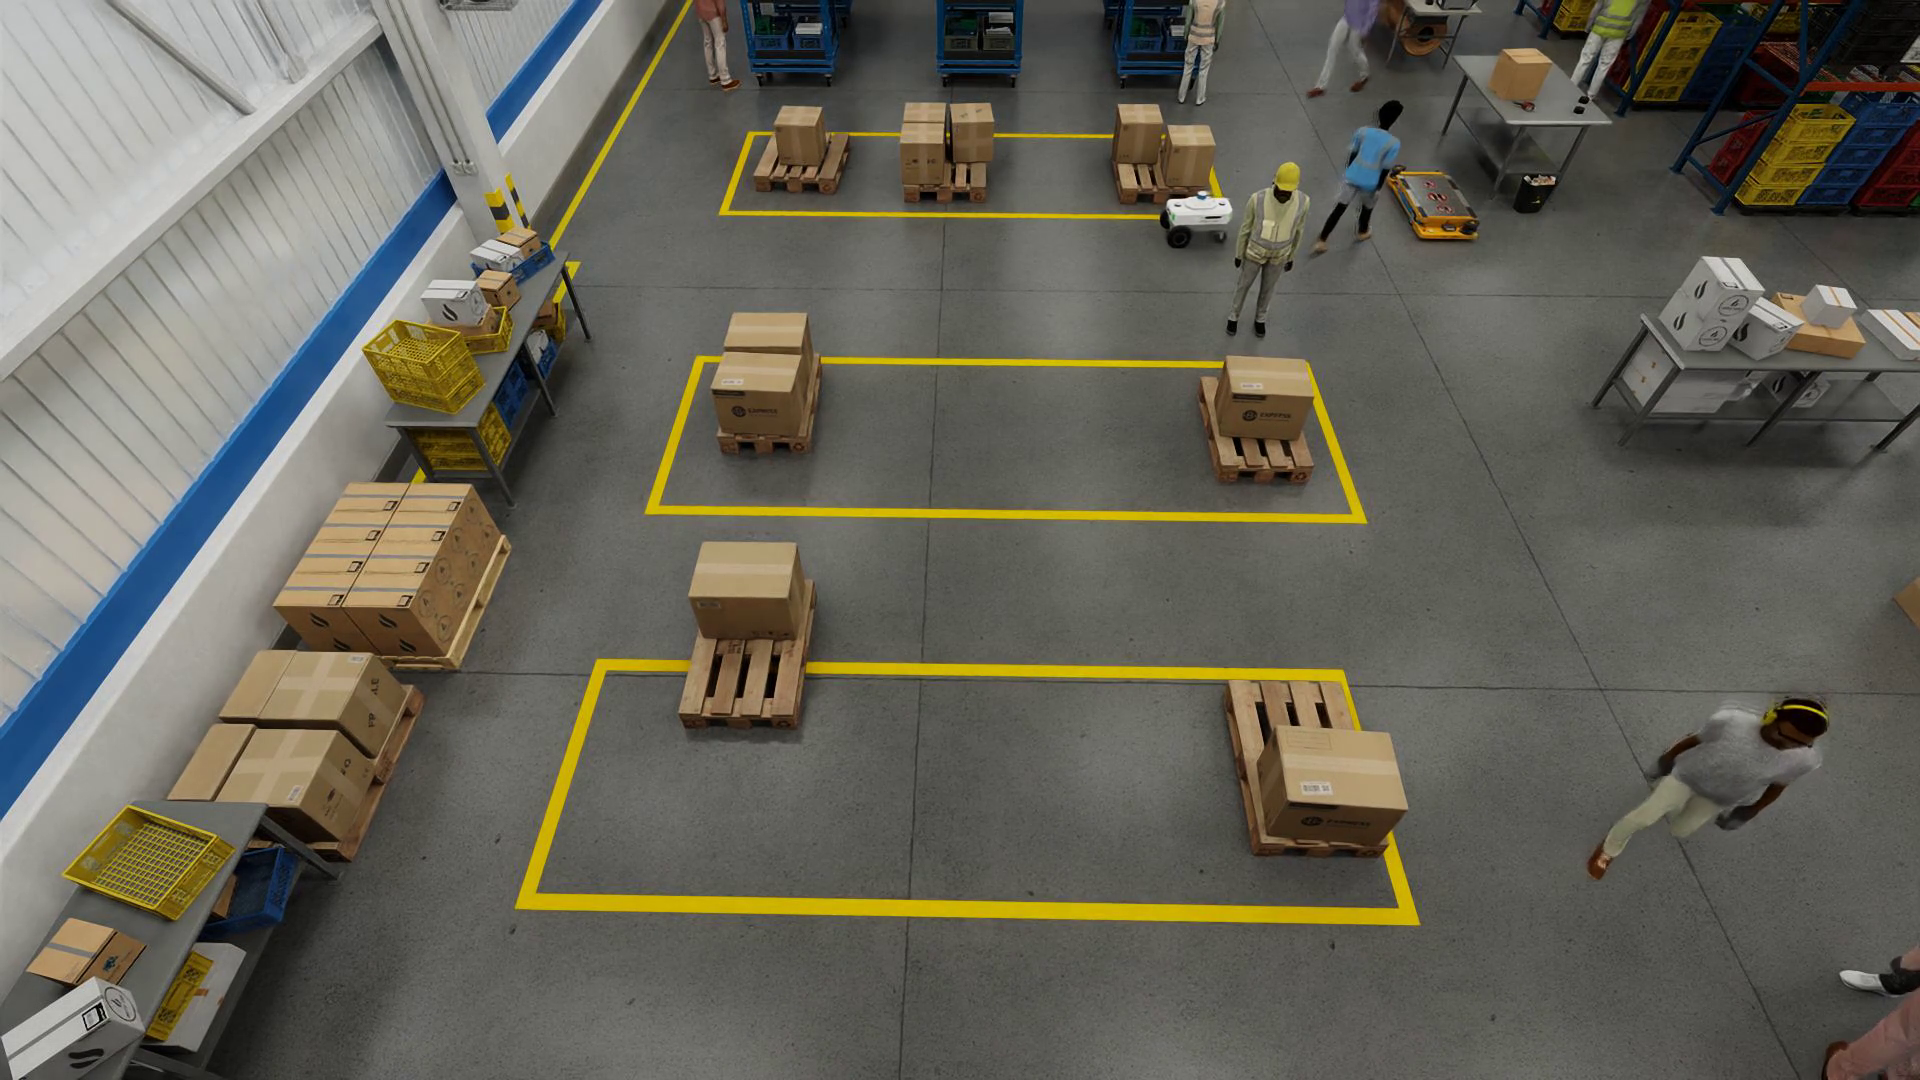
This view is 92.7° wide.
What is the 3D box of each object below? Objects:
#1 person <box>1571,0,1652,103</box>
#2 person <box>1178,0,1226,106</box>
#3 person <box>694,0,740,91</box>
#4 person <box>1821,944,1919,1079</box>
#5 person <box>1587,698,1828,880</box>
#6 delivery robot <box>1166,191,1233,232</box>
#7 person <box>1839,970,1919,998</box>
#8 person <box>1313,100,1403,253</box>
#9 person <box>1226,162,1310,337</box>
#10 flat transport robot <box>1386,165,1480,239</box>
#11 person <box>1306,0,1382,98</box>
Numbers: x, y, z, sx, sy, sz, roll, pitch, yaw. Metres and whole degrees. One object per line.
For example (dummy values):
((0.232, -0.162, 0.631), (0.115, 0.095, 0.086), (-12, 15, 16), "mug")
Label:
((8.821, -6.900, 12.458), (0.631, 1.842, 0.429), (26, 54, 21), "person")
((3.288, -6.796, 12.497), (0.515, 1.641, 0.309), (14, 51, 12), "person")
((-3.446, -7.343, 12.750), (0.608, 1.986, 0.399), (31, 56, 24), "person")
((4.994, 2.303, 4.478), (0.666, 1.865, 0.540), (36, 58, 27), "person")
((4.310, 1.378, 5.293), (0.518, 1.849, 0.696), (33, 57, 25), "person")
((2.738, -3.759, 10.523), (0.707, 0.478, 0.477), (-2, 49, -2), "delivery robot")
((5.393, 2.134, 4.586), (0.390, 1.920, 0.587), (2, 49, 1), "person")
((4.400, -3.940, 10.019), (0.901, 1.650, 0.543), (-33, 57, -25), "person")
((2.976, -2.799, 8.919), (0.589, 1.825, 0.403), (3, 49, 3), "person")
((5.692, -4.094, 11.059), (0.652, 0.197, 1.431), (1, 49, 1), "flat transport robot")
((5.477, -7.108, 12.600), (0.962, 1.906, 0.642), (-19, 52, -15), "person")
